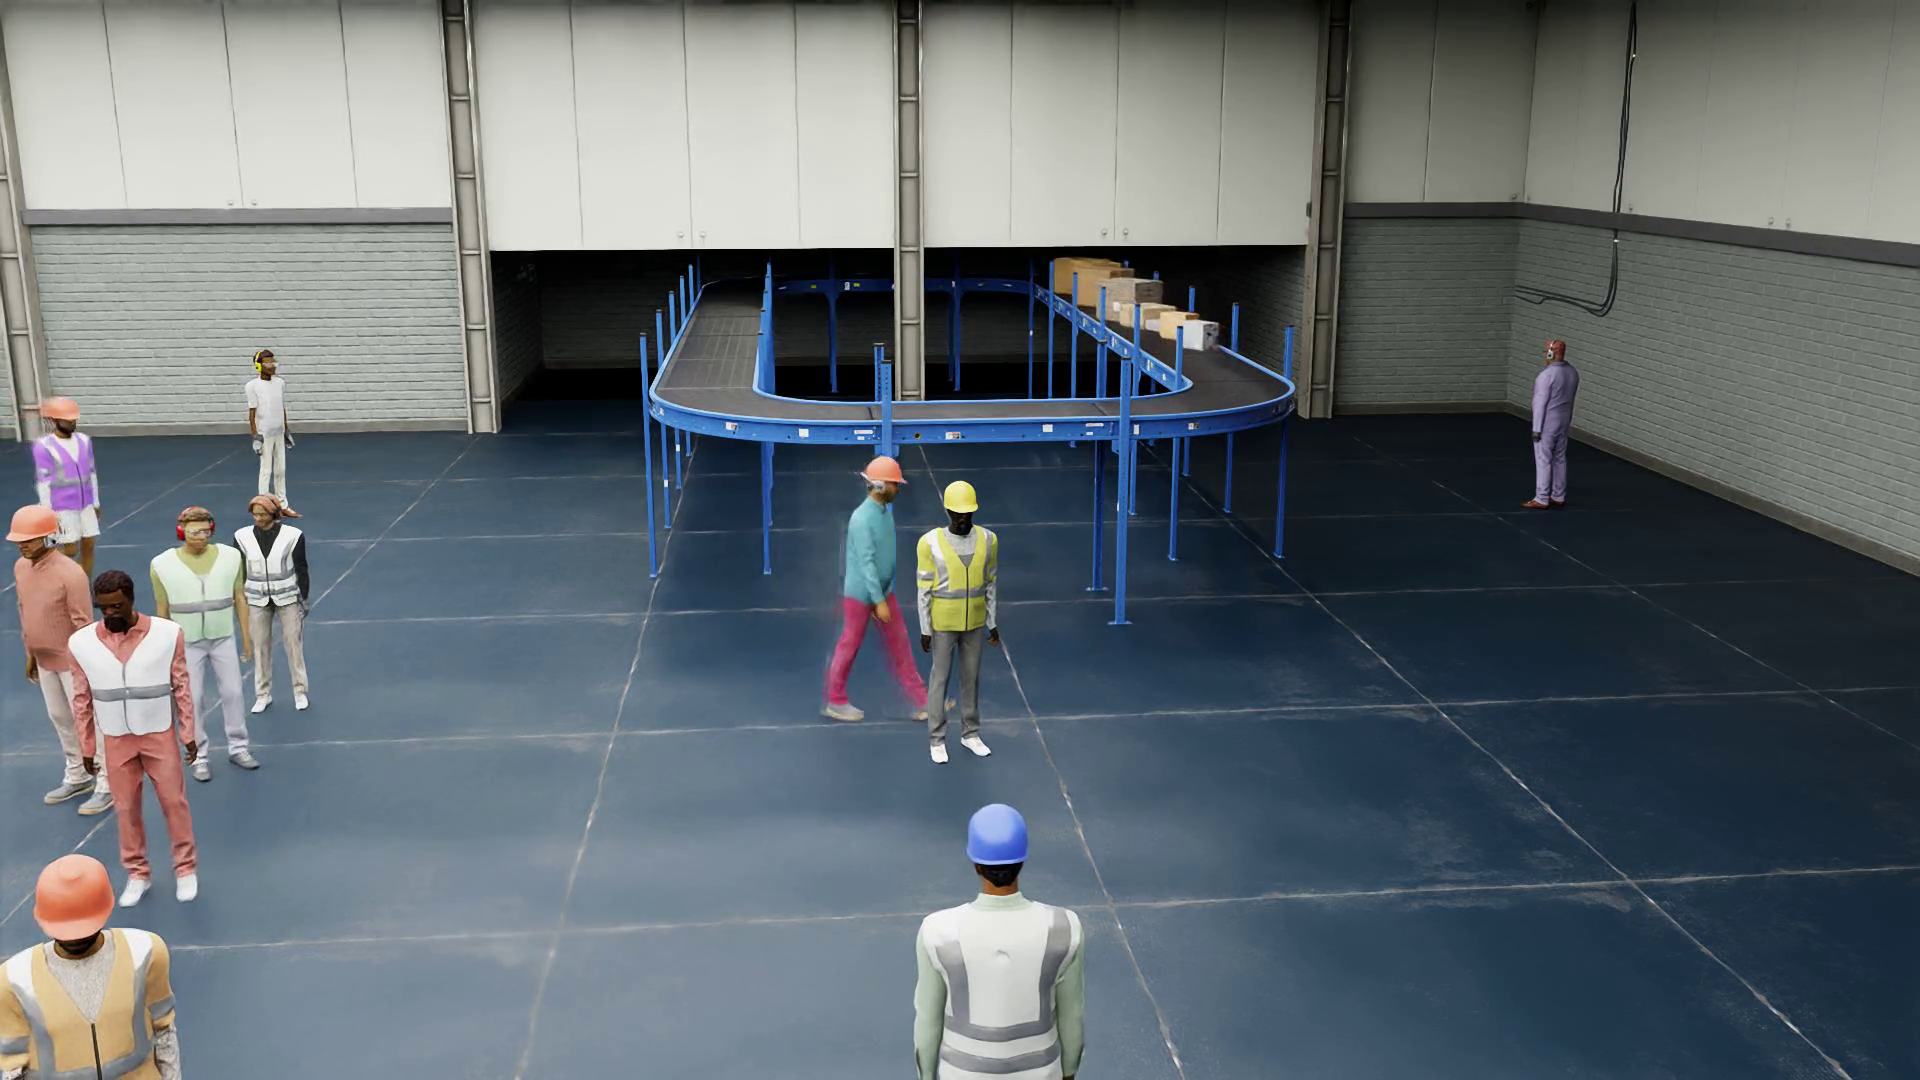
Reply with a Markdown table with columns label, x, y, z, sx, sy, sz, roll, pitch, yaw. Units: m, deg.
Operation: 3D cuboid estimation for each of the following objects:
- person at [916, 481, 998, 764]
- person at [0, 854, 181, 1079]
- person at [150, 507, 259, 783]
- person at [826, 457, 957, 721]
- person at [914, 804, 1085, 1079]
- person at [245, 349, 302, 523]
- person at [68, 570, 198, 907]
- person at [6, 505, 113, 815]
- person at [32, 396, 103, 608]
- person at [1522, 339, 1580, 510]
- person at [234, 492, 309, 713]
| label | x | y | z | sx | sy | sz | roll | pitch | yaw |
| --- | --- | --- | --- | --- | --- | --- | --- | --- | --- |
| person | -0.004 | 0.543 | 11.214 | 0.585 | 1.927 | 0.366 | -6 | 15 | -24 |
| person | -2.883 | 1.948 | 5.592 | 0.543 | 1.928 | 0.373 | -10 | 17 | -35 |
| person | -4.962 | 0.666 | 10.921 | 0.564 | 1.833 | 0.395 | -11 | 18 | -37 |
| person | -0.541 | 0.382 | 11.844 | 1.015 | 1.931 | 0.642 | 6 | 15 | 23 |
| person | 0.139 | 1.868 | 5.903 | 0.604 | 1.938 | 0.426 | -1 | 14 | -4 |
| person | -7.439 | -1.126 | 17.999 | 0.328 | 1.876 | 0.515 | 6 | 15 | 23 |
| person | -4.521 | 1.072 | 9.143 | 0.598 | 1.908 | 0.398 | -4 | 15 | -17 |
| person | -5.596 | 0.742 | 10.325 | 0.631 | 1.982 | 0.428 | 8 | 16 | 29 |
| person | -7.915 | -0.333 | 14.748 | 0.561 | 1.922 | 0.541 | 6 | 15 | 23 |
| person | 6.618 | -1.302 | 18.654 | 0.639 | 1.900 | 0.401 | -10 | 17 | -34 |
| person | -5.017 | 0.453 | 12.160 | 0.513 | 1.639 | 0.311 | -3 | 14 | -11 |
